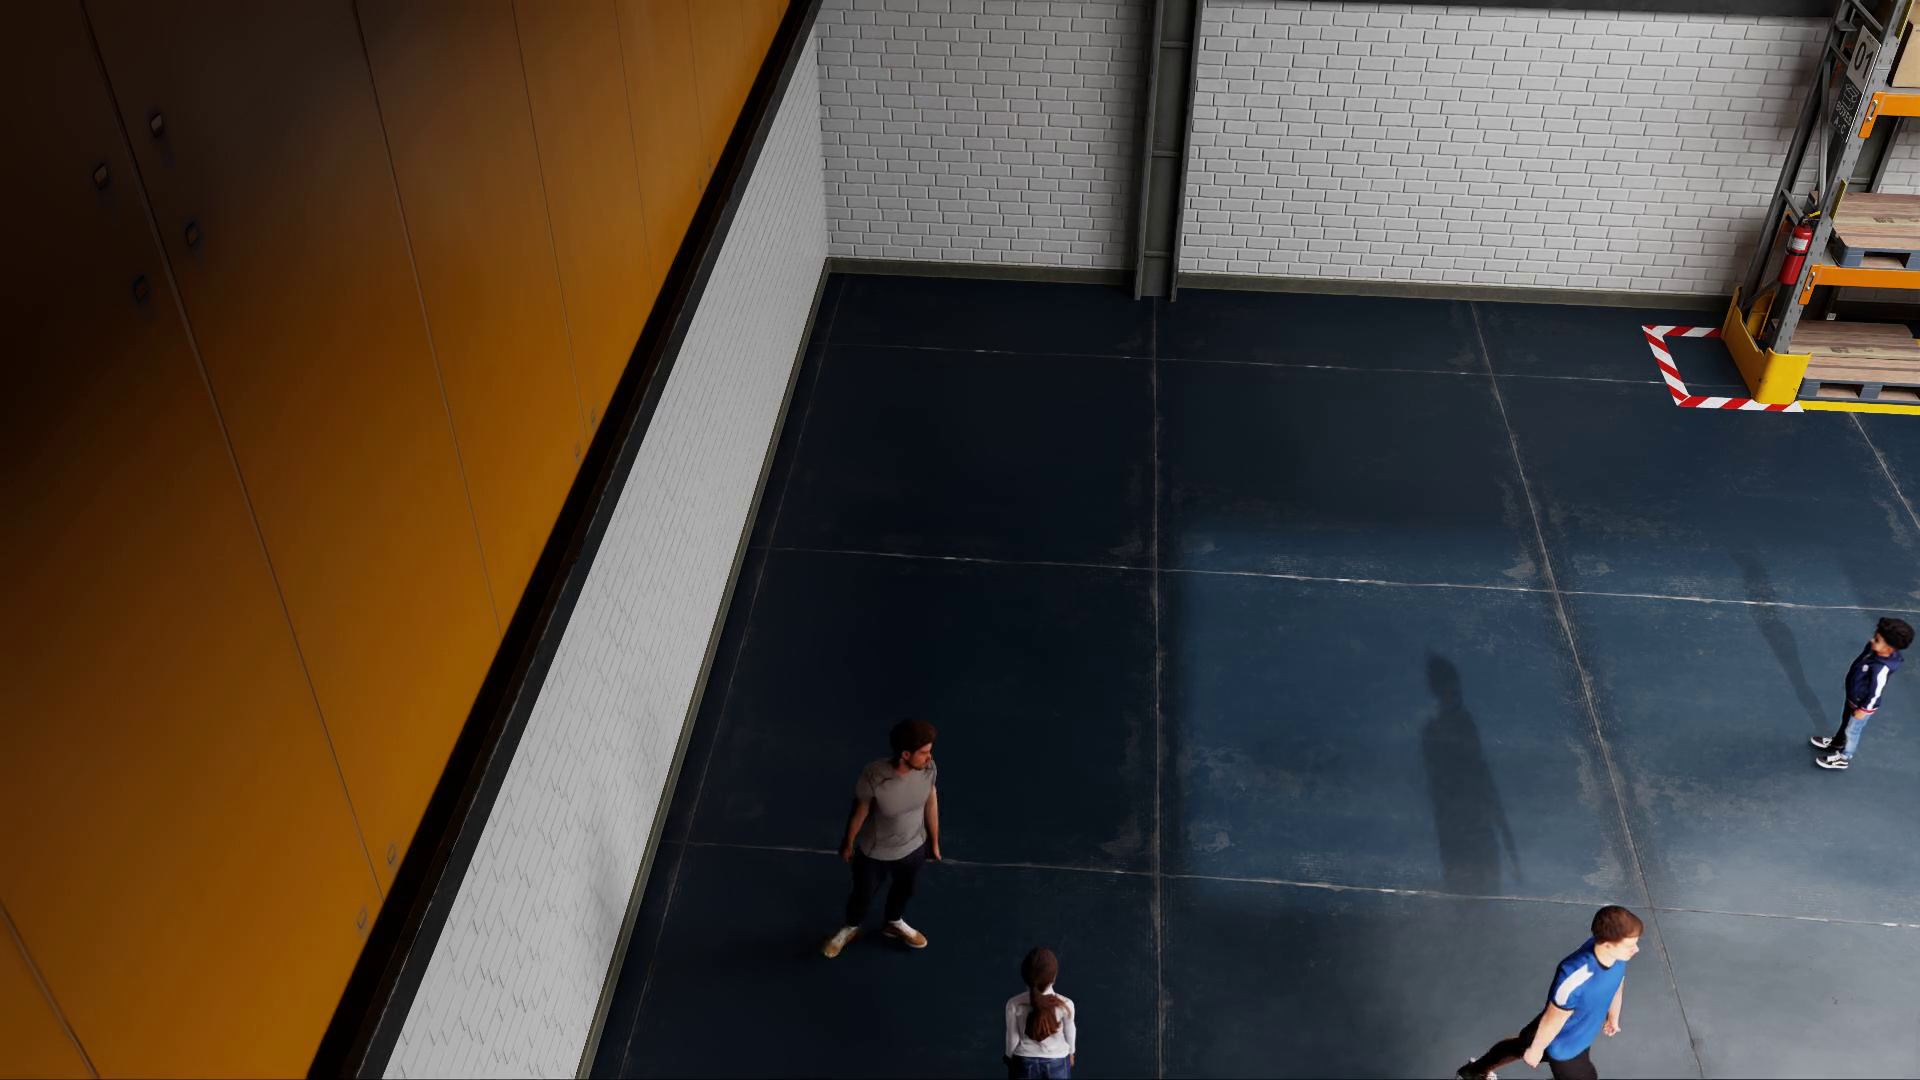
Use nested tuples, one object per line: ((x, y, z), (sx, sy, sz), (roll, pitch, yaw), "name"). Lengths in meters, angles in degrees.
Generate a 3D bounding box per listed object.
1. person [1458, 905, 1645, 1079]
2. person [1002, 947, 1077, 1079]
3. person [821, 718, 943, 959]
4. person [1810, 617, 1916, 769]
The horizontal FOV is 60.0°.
((3.015, 2.441, 8.478), (1.329, 1.819, 1.181), (30, 47, 32), "person")
((0.400, 2.629, 8.451), (0.478, 1.558, 0.609), (0, 39, 0), "person")
((-0.446, 1.691, 9.392), (0.790, 1.851, 1.002), (-7, 39, -8), "person")
((5.864, 0.987, 10.778), (0.531, 1.221, 0.548), (10, 40, 12), "person")
